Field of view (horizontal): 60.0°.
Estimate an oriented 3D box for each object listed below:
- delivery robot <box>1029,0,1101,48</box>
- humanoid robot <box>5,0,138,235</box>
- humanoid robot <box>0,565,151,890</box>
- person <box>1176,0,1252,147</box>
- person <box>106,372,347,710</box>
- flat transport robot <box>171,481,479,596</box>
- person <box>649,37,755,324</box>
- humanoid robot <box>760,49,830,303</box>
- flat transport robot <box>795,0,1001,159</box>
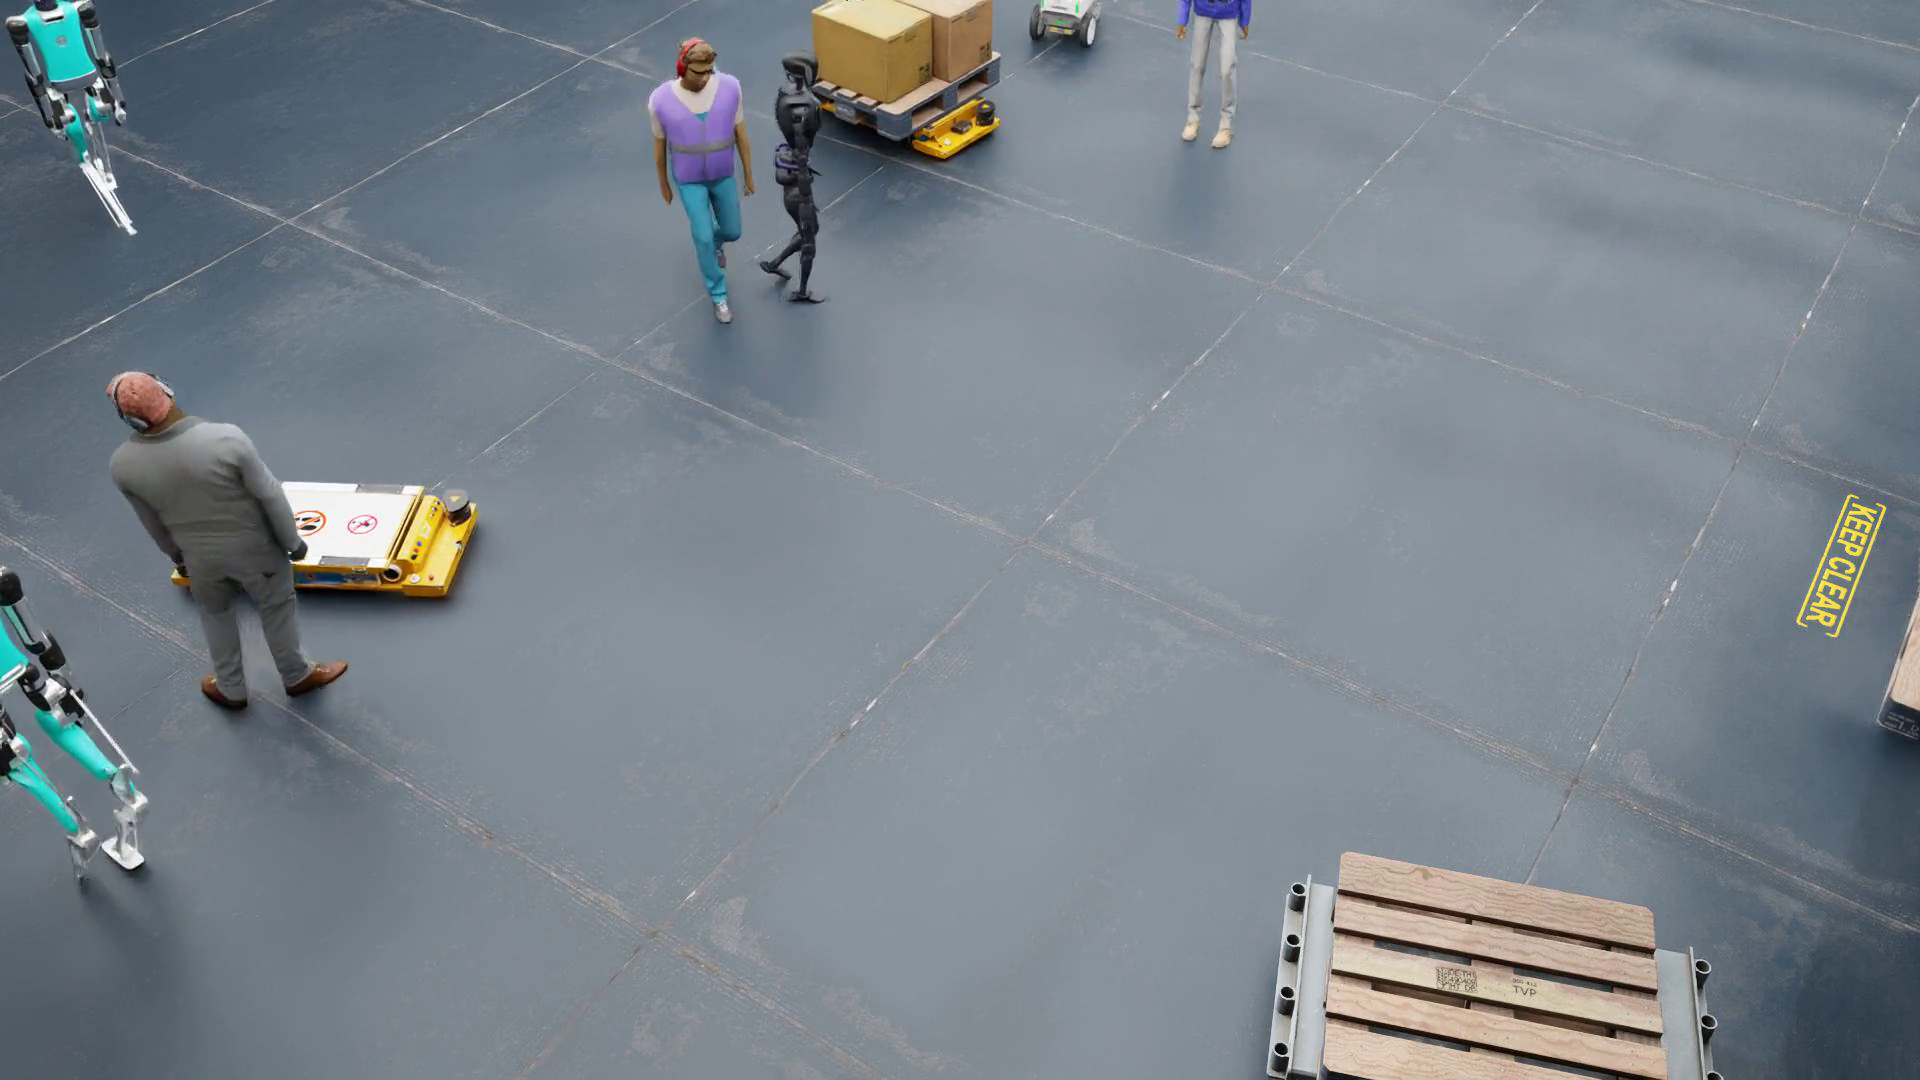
[{"bbox_3d":[0.901,-4.358,13.432,0.499,0.582,0.773,14,44,15],"label":"delivery robot"},{"bbox_3d":[-5.893,-2.967,11.028,0.539,1.774,0.990,-27,48,-27],"label":"humanoid robot"},{"bbox_3d":[-3.673,0.842,6.740,0.709,1.800,0.549,22,46,23],"label":"humanoid robot"},{"bbox_3d":[1.792,-3.706,11.732,0.493,1.859,0.390,12,43,13],"label":"person"},{"bbox_3d":[-3.342,0.016,7.570,0.734,1.874,0.411,1,42,1],"label":"person"},{"bbox_3d":[-3.349,-0.009,8.789,1.431,0.231,0.659,2,42,2],"label":"flat transport robot"},{"bbox_3d":[-1.568,-2.240,10.125,0.568,1.814,0.642,-16,44,-17],"label":"person"},{"bbox_3d":[-1.041,-2.215,10.208,0.426,1.638,0.616,-4,42,-5],"label":"humanoid robot"},{"bbox_3d":[-0.461,-3.251,12.418,1.431,0.231,0.659,28,49,28],"label":"flat transport robot"}]
